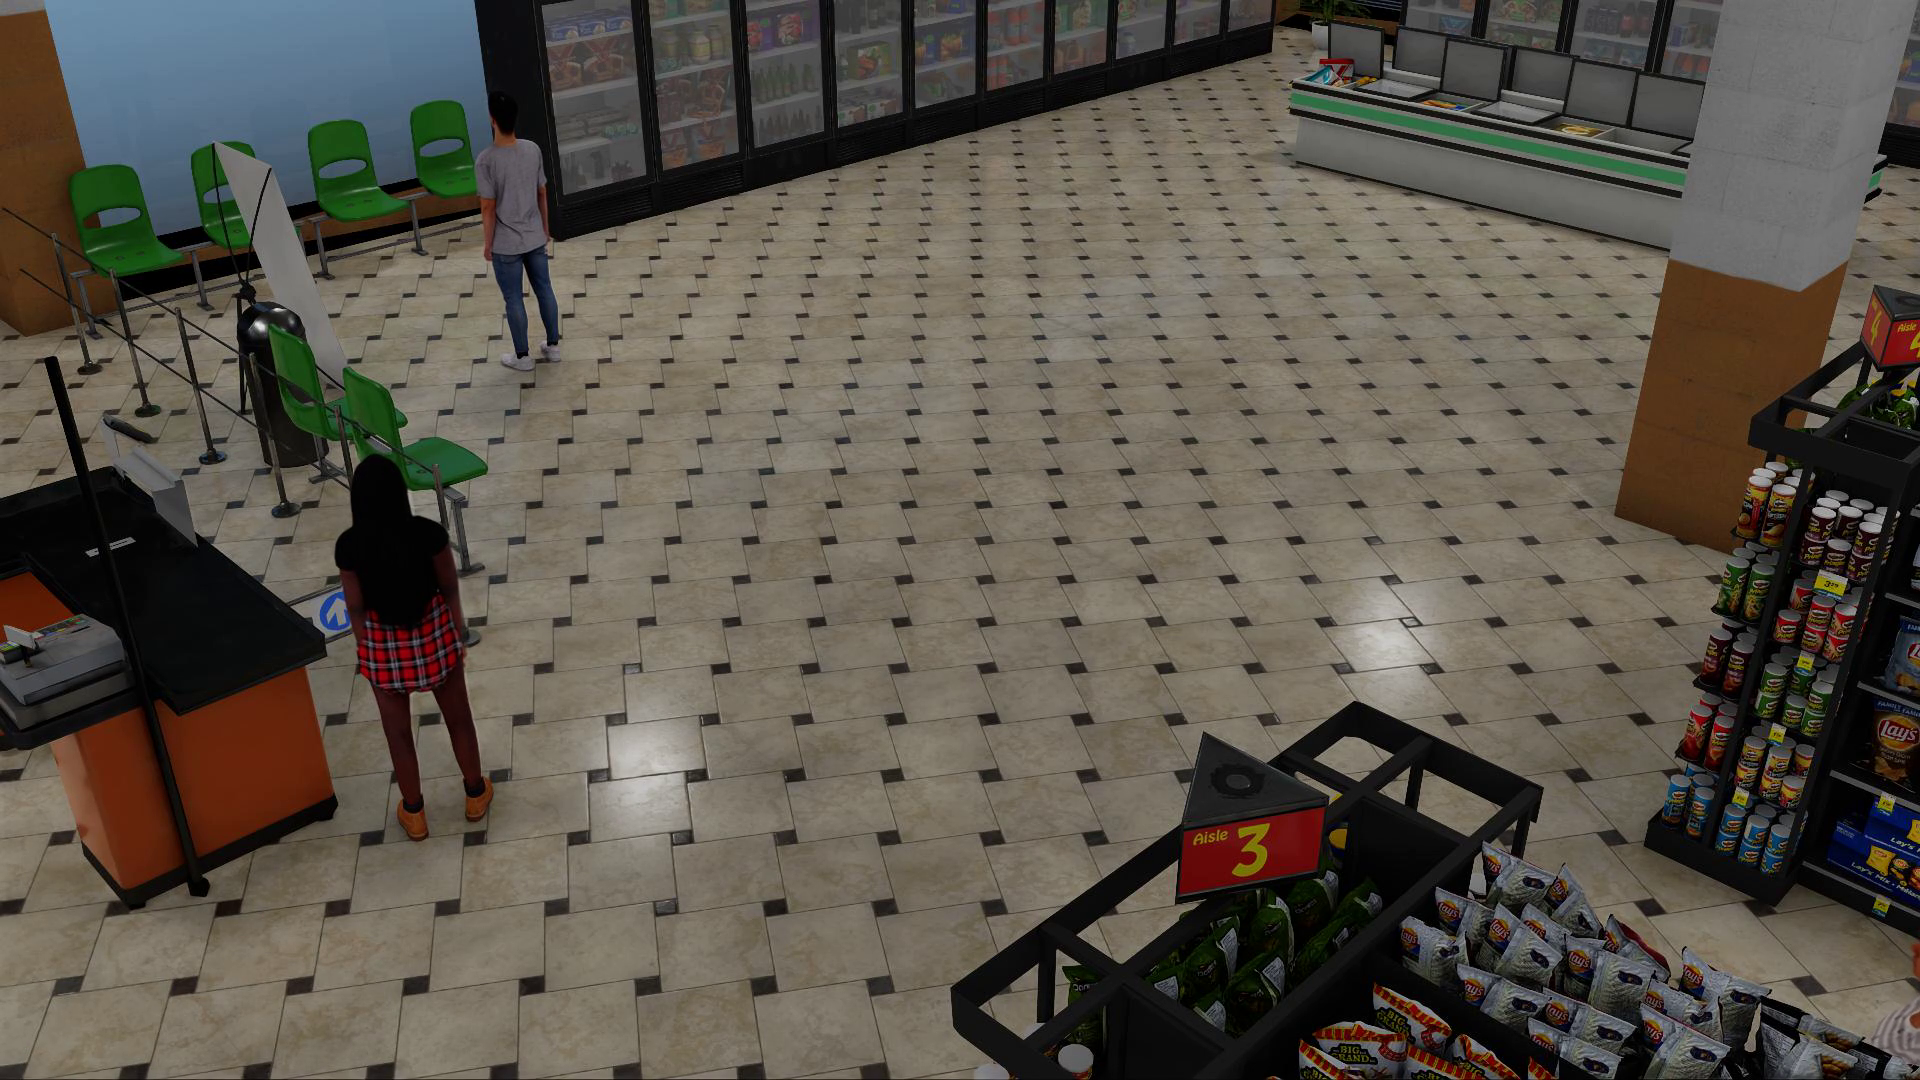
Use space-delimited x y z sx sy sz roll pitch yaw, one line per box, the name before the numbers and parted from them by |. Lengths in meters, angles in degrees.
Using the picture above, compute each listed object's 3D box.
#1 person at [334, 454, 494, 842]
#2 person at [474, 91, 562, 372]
person | -2.255 0.443 6.828 0.698 1.727 0.712 -12 31 -21
person | -3.006 -2.087 11.295 0.540 1.889 0.668 25 37 38
